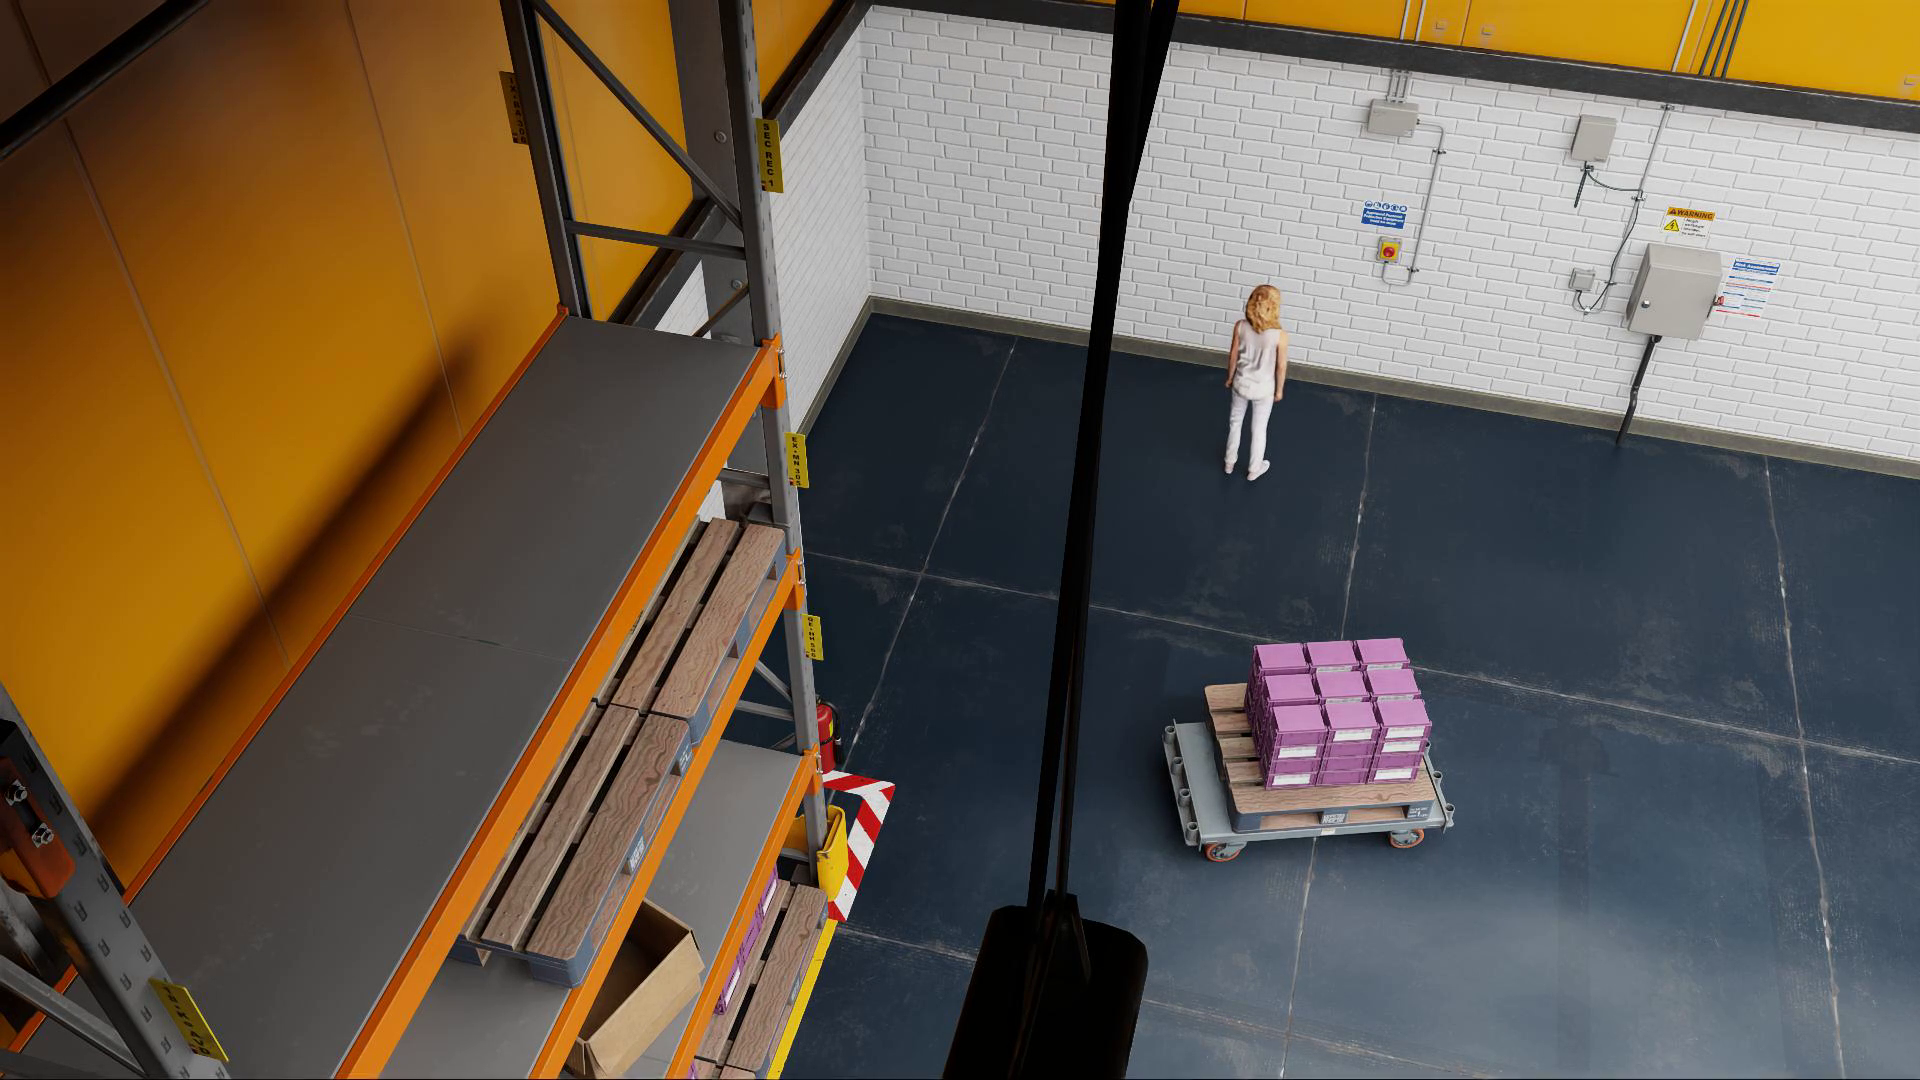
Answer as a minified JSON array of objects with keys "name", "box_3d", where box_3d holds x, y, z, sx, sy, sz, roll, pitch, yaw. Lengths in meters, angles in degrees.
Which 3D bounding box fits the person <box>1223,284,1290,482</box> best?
[{"name":"person","box_3d":[2.164,-1.156,12.280,0.649,1.672,0.626,21,48,21]}]
